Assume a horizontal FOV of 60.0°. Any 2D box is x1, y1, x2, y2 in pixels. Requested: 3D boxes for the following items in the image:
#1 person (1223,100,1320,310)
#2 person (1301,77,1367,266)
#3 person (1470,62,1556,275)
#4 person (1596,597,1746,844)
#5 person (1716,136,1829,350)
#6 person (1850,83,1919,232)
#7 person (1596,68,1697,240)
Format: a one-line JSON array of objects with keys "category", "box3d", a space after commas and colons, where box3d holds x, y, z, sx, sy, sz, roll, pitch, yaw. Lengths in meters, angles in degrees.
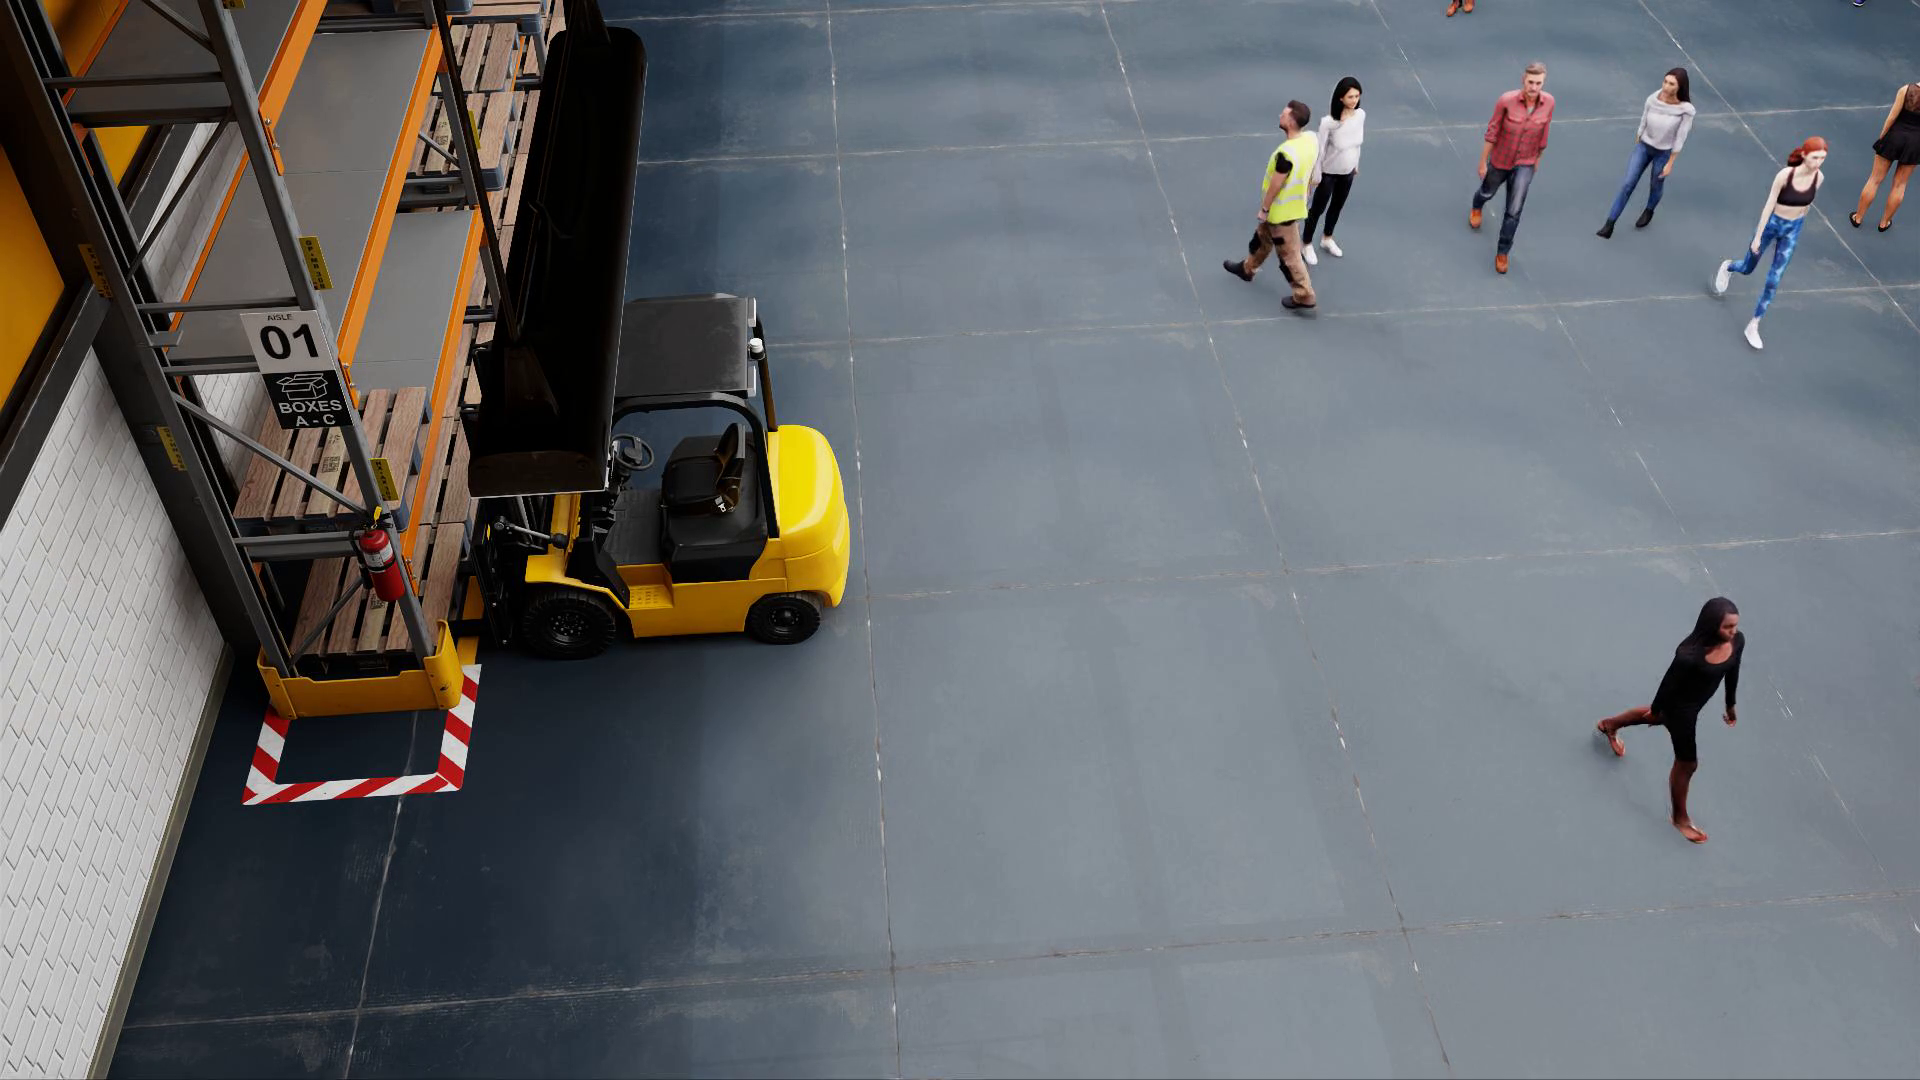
[{"category": "person", "box3d": [2.721, -2.710, 13.659, 1.221, 1.807, 1.215, 25, 49, 24]}, {"category": "person", "box3d": [3.211, -3.171, 14.221, 0.698, 1.700, 0.683, -20, 47, -20]}, {"category": "person", "box3d": [4.717, -3.298, 14.288, 0.855, 1.791, 1.267, 4, 44, 5]}, {"category": "person", "box3d": [4.261, 0.924, 9.939, 0.980, 1.677, 1.296, -21, 48, -21]}, {"category": "person", "box3d": [6.558, -2.493, 13.463, 0.650, 1.762, 1.142, 0, 44, 1]}, {"category": "person", "box3d": [8.261, -3.486, 14.568, 0.674, 1.677, 0.700, 17, 46, 17]}, {"category": "person", "box3d": [6.121, -3.389, 14.528, 1.033, 1.591, 1.065, 33, 53, 30]}]
